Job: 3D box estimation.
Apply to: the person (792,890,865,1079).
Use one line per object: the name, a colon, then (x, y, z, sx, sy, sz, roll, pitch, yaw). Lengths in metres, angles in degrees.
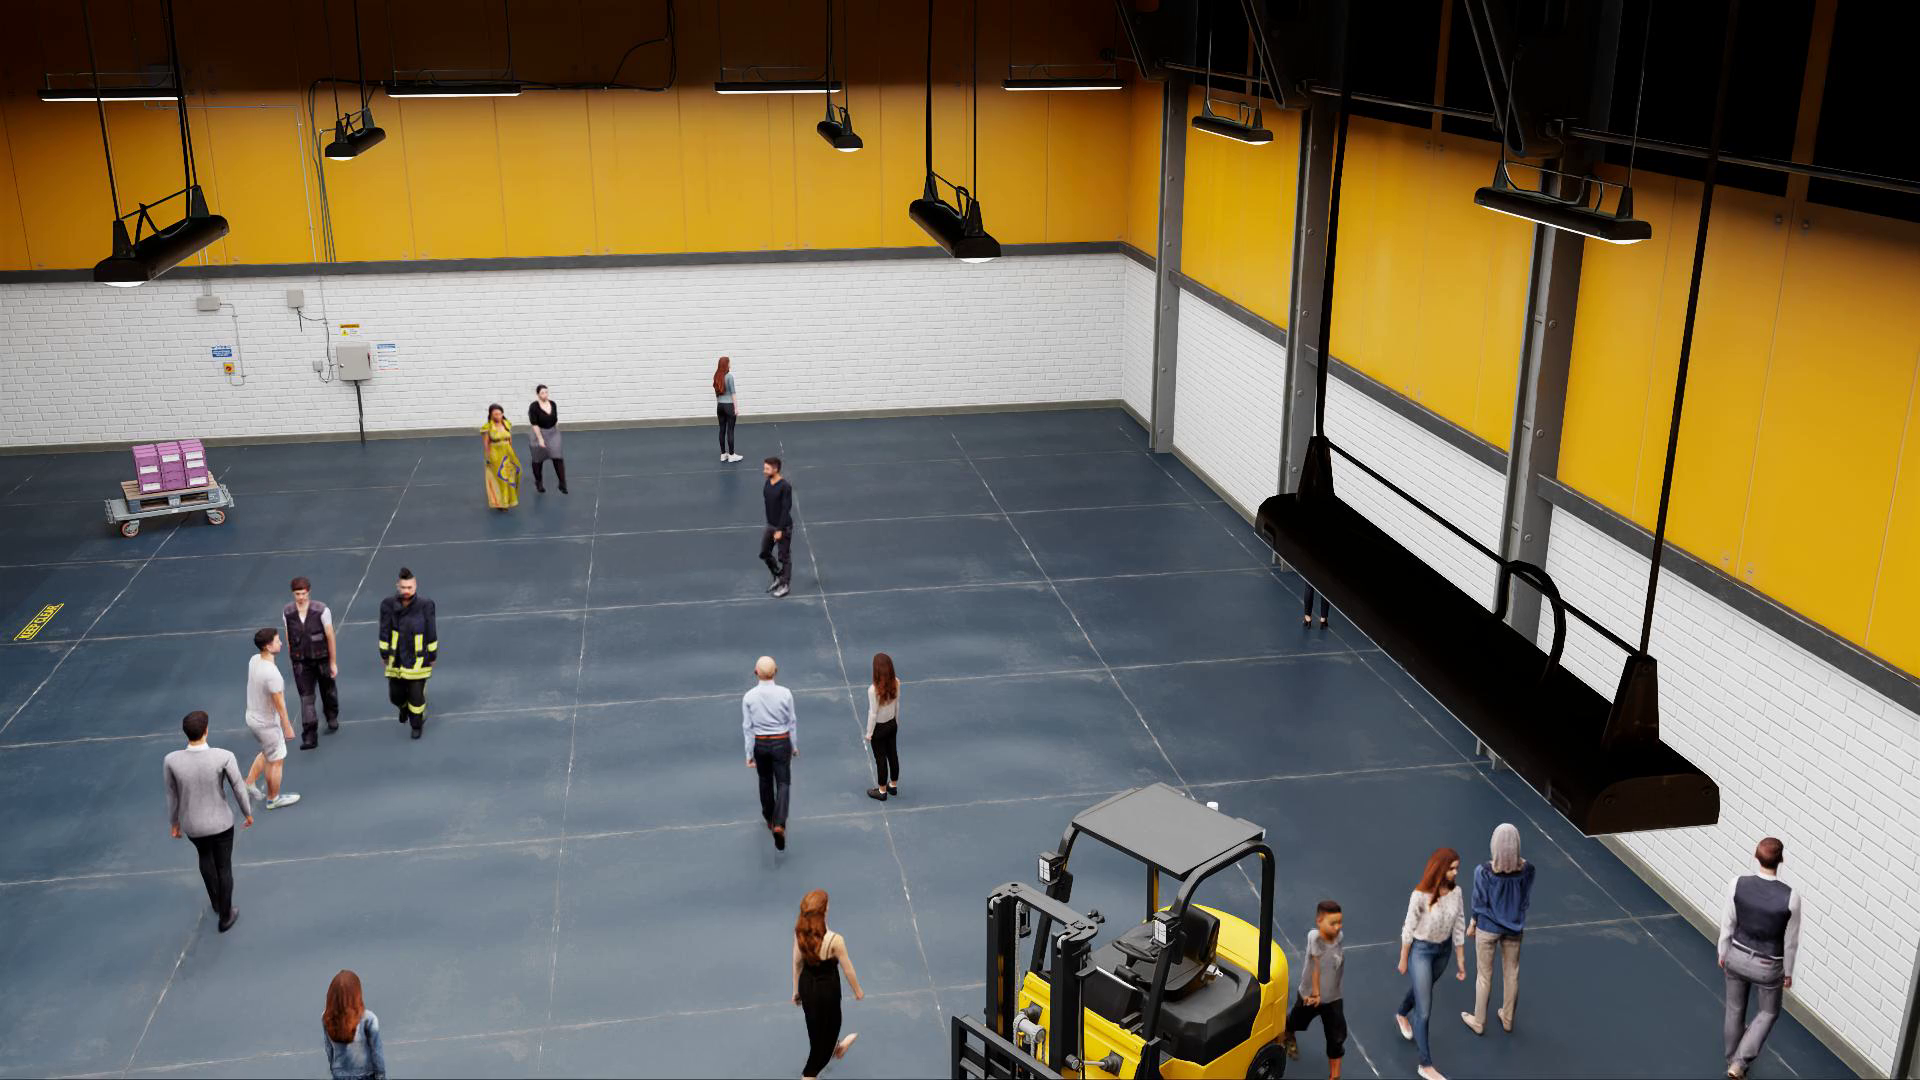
person: (-1.020, 3.223, 11.524, 1.027, 1.584, 1.098, 12, 22, 32)

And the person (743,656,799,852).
person: (-1.697, 1.938, 15.054, 0.749, 1.765, 1.173, -1, 19, -2)

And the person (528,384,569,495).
person: (-6.417, -1.540, 25.442, 0.941, 1.727, 1.074, -16, 24, -39)

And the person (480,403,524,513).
person: (-6.878, -1.239, 24.678, 1.041, 1.645, 0.987, 15, 24, 38)

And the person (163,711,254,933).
person: (-6.189, 2.343, 13.632, 0.764, 1.906, 0.818, -3, 19, -8)

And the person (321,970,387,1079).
person: (-3.975, 3.511, 10.850, 0.612, 1.468, 0.613, 1, 19, 3)

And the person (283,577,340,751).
person: (-6.653, 1.209, 17.166, 0.676, 1.800, 1.163, -4, 19, -12)

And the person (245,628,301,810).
person: (-6.607, 1.716, 15.616, 0.949, 1.829, 0.884, -17, 25, -41)

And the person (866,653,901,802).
person: (-0.725, 1.782, 15.958, 0.653, 1.485, 0.617, 17, 25, 41)

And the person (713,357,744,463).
person: (-3.827, -2.149, 27.227, 0.665, 1.743, 0.725, 13, 22, 33)

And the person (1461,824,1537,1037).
person: (4.006, 2.883, 12.348, 0.612, 1.702, 0.565, -2, 19, -6)

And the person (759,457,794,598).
person: (-2.244, -0.181, 21.208, 0.767, 1.854, 0.831, 15, 24, 38)

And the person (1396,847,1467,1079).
person: (3.382, 2.981, 12.096, 0.710, 1.677, 1.139, -5, 19, -15)

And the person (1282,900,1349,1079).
person: (2.542, 3.168, 11.931, 0.620, 1.428, 1.024, -5, 19, -16)

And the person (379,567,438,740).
person: (-5.726, 1.133, 17.318, 0.753, 1.847, 0.826, -1, 19, -4)

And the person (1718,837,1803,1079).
person: (5.564, 2.994, 11.666, 0.970, 1.926, 1.008, 16, 24, 39)
